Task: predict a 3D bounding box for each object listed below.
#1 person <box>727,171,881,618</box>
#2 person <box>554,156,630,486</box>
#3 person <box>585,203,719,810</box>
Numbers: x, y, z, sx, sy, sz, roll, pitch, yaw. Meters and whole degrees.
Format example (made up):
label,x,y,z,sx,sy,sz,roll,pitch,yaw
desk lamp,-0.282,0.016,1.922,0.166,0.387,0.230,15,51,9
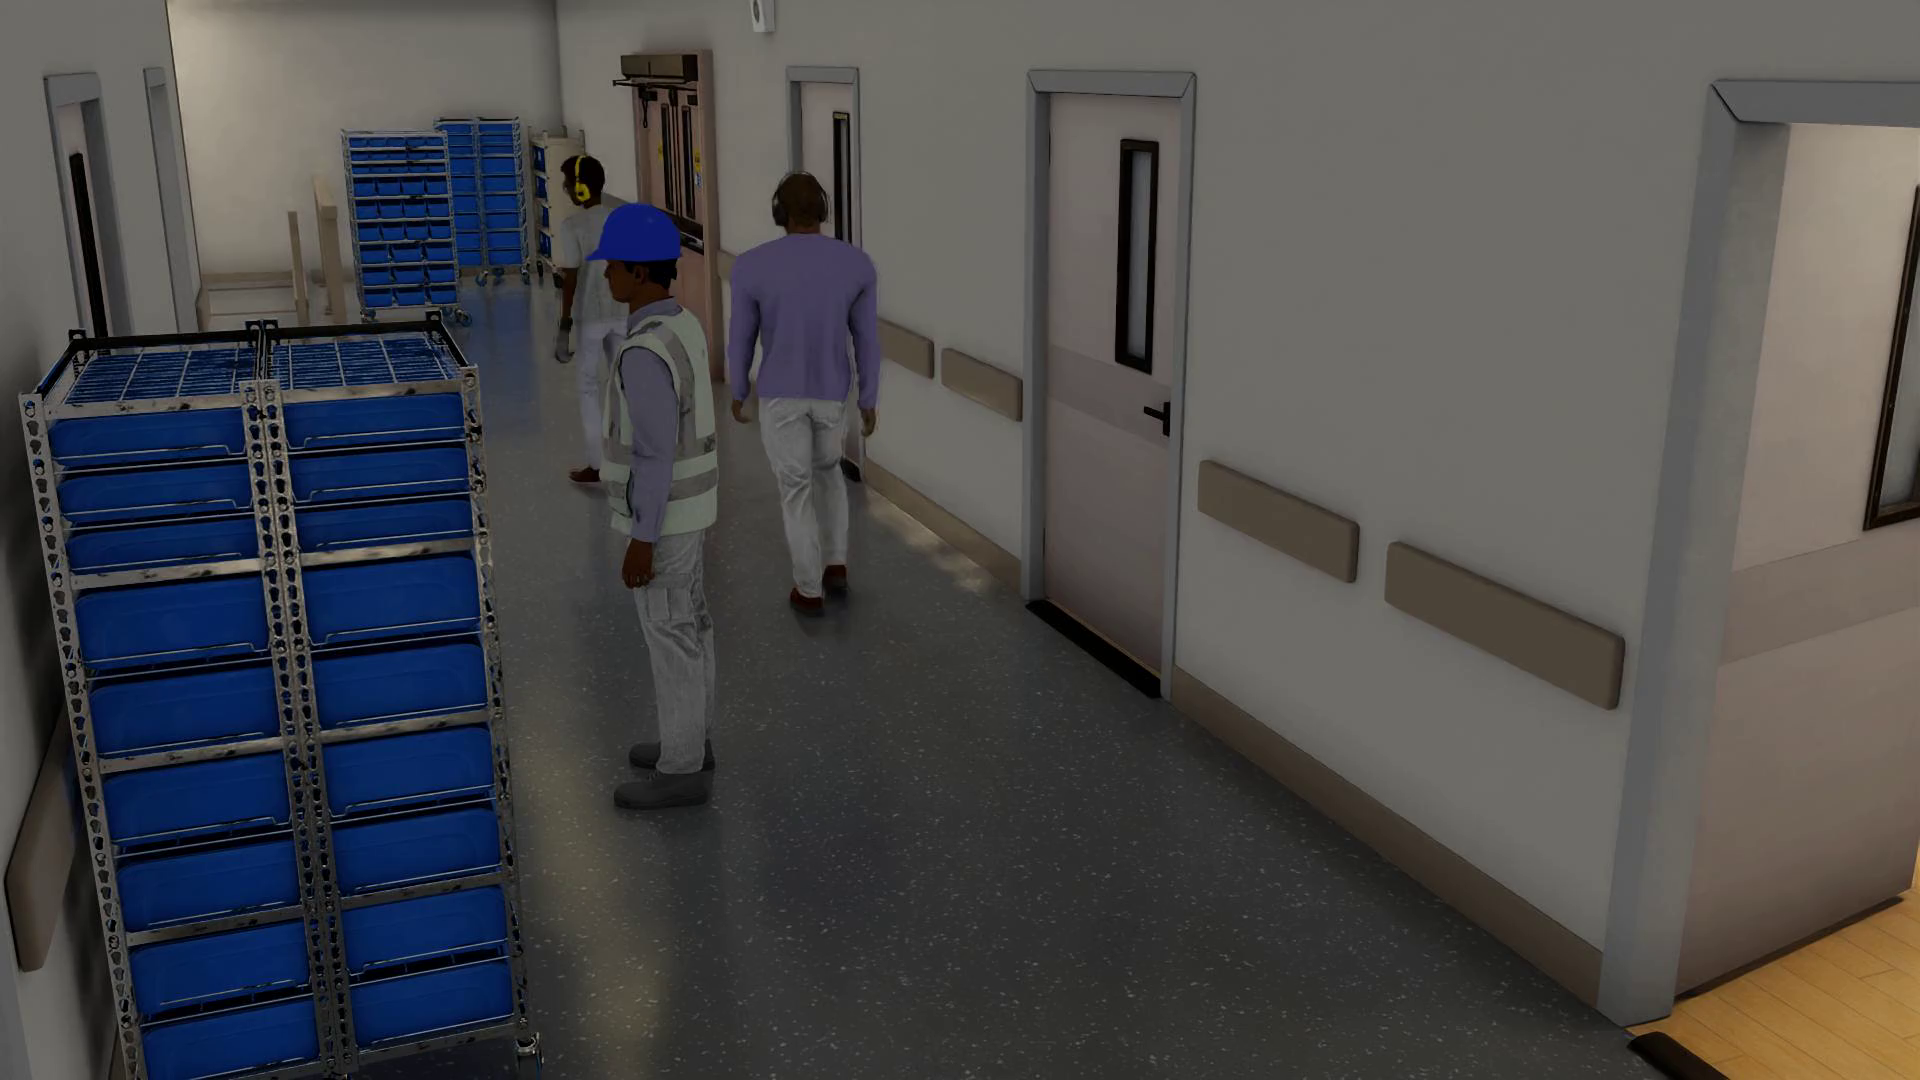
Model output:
label,x,y,z,sx,sy,sz,roll,pitch,yaw
person,-0.689,-0.633,7.264,0.621,1.911,0.605,-6,17,-20
person,-2.039,-1.223,9.437,0.326,1.852,0.565,15,22,42
person,-0.964,-0.095,5.351,0.388,1.948,0.605,0,16,0
